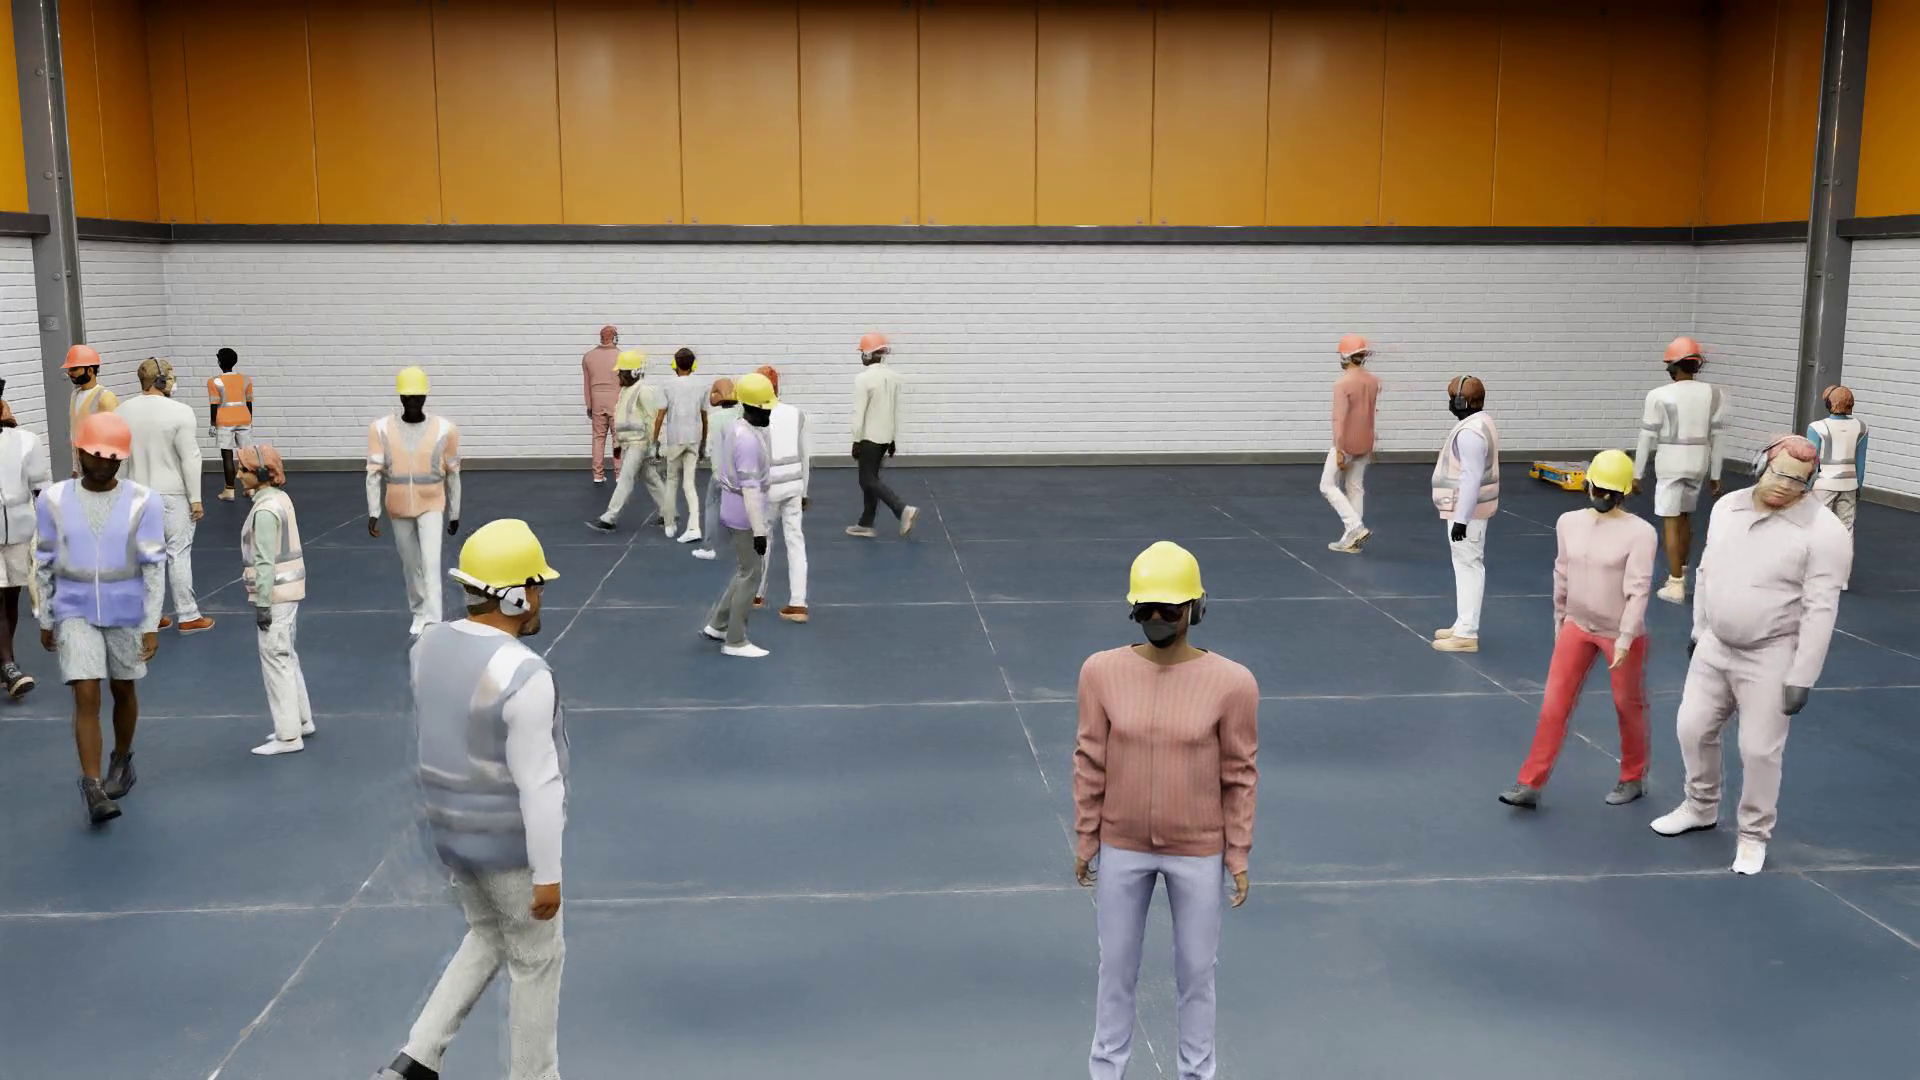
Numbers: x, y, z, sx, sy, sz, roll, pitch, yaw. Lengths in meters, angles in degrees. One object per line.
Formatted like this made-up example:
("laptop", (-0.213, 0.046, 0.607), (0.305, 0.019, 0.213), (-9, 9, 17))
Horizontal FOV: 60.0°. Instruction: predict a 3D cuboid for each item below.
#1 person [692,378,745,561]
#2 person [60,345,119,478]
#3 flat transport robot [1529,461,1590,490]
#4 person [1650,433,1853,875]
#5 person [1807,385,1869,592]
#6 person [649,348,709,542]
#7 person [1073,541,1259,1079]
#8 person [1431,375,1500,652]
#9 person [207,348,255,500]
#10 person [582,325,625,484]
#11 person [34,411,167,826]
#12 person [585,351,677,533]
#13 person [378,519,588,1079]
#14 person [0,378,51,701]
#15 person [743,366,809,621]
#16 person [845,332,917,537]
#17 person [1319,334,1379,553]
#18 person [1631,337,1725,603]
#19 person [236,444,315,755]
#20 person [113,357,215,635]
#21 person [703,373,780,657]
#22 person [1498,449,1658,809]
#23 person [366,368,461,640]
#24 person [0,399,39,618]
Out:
("person", (-2.064, -0.602, 14.513), (0.754, 1.606, 0.515), (8, 12, 40))
("person", (-7.077, -0.618, 13.563), (0.551, 1.936, 0.357), (5, 11, 31))
("flat transport robot", (7.331, -0.776, 19.770), (0.652, 0.197, 1.431), (0, 9, 1))
("person", (3.319, 0.473, 6.976), (0.414, 1.866, 0.748), (-5, 10, -27))
("person", (6.860, -0.392, 13.078), (0.522, 1.640, 0.306), (-1, 9, -8))
("person", (-2.638, -0.891, 15.678), (0.597, 1.820, 0.836), (-4, 10, -22))
("person", (0.574, 0.875, 4.724), (0.526, 1.769, 0.328), (3, 9, 16))
("person", (3.361, -0.175, 11.093), (0.430, 1.841, 0.624), (4, 10, 22))
("person", (-8.114, -1.290, 18.530), (0.320, 1.697, 0.531), (7, 11, 36))
("person", (-4.196, -1.621, 19.988), (0.647, 1.901, 0.400), (2, 9, 13))
("person", (-3.949, 0.347, 7.668), (0.567, 1.880, 0.917), (-4, 10, -22))
("person", (-3.203, -0.956, 16.222), (0.980, 1.767, 0.620), (-5, 10, -29))
("person", (-1.349, 0.845, 4.753), (0.609, 1.816, 0.514), (7, 12, 39))
("person", (-5.634, -0.019, 9.820), (0.941, 1.923, 0.631), (8, 12, 40))
("person", (-1.380, -0.351, 12.181), (0.620, 1.830, 0.937), (-7, 12, -39))
("person", (-0.753, -0.977, 15.720), (0.802, 1.968, 0.622), (5, 11, 31))
("person", (3.506, -0.853, 14.906), (0.621, 1.979, 0.460), (-7, 11, -36))
("person", (5.500, -0.546, 12.830), (0.630, 2.018, 0.692), (-1, 9, -7))
("person", (-3.586, 0.311, 8.714), (0.315, 1.632, 0.526), (-2, 9, -14))
("person", (-5.555, -0.299, 11.563), (0.629, 1.937, 0.378), (2, 9, 10))
("person", (-1.413, -0.152, 10.817), (0.510, 1.879, 0.662), (-1, 9, -9))
("person", (2.926, 0.433, 7.682), (0.890, 1.706, 0.534), (-7, 12, -39))
("person", (-3.688, -0.219, 11.260), (0.595, 1.874, 1.025), (-1, 9, -9))
("person", (-6.886, -0.219, 12.010), (0.499, 1.633, 0.280), (-9, 13, -44))
